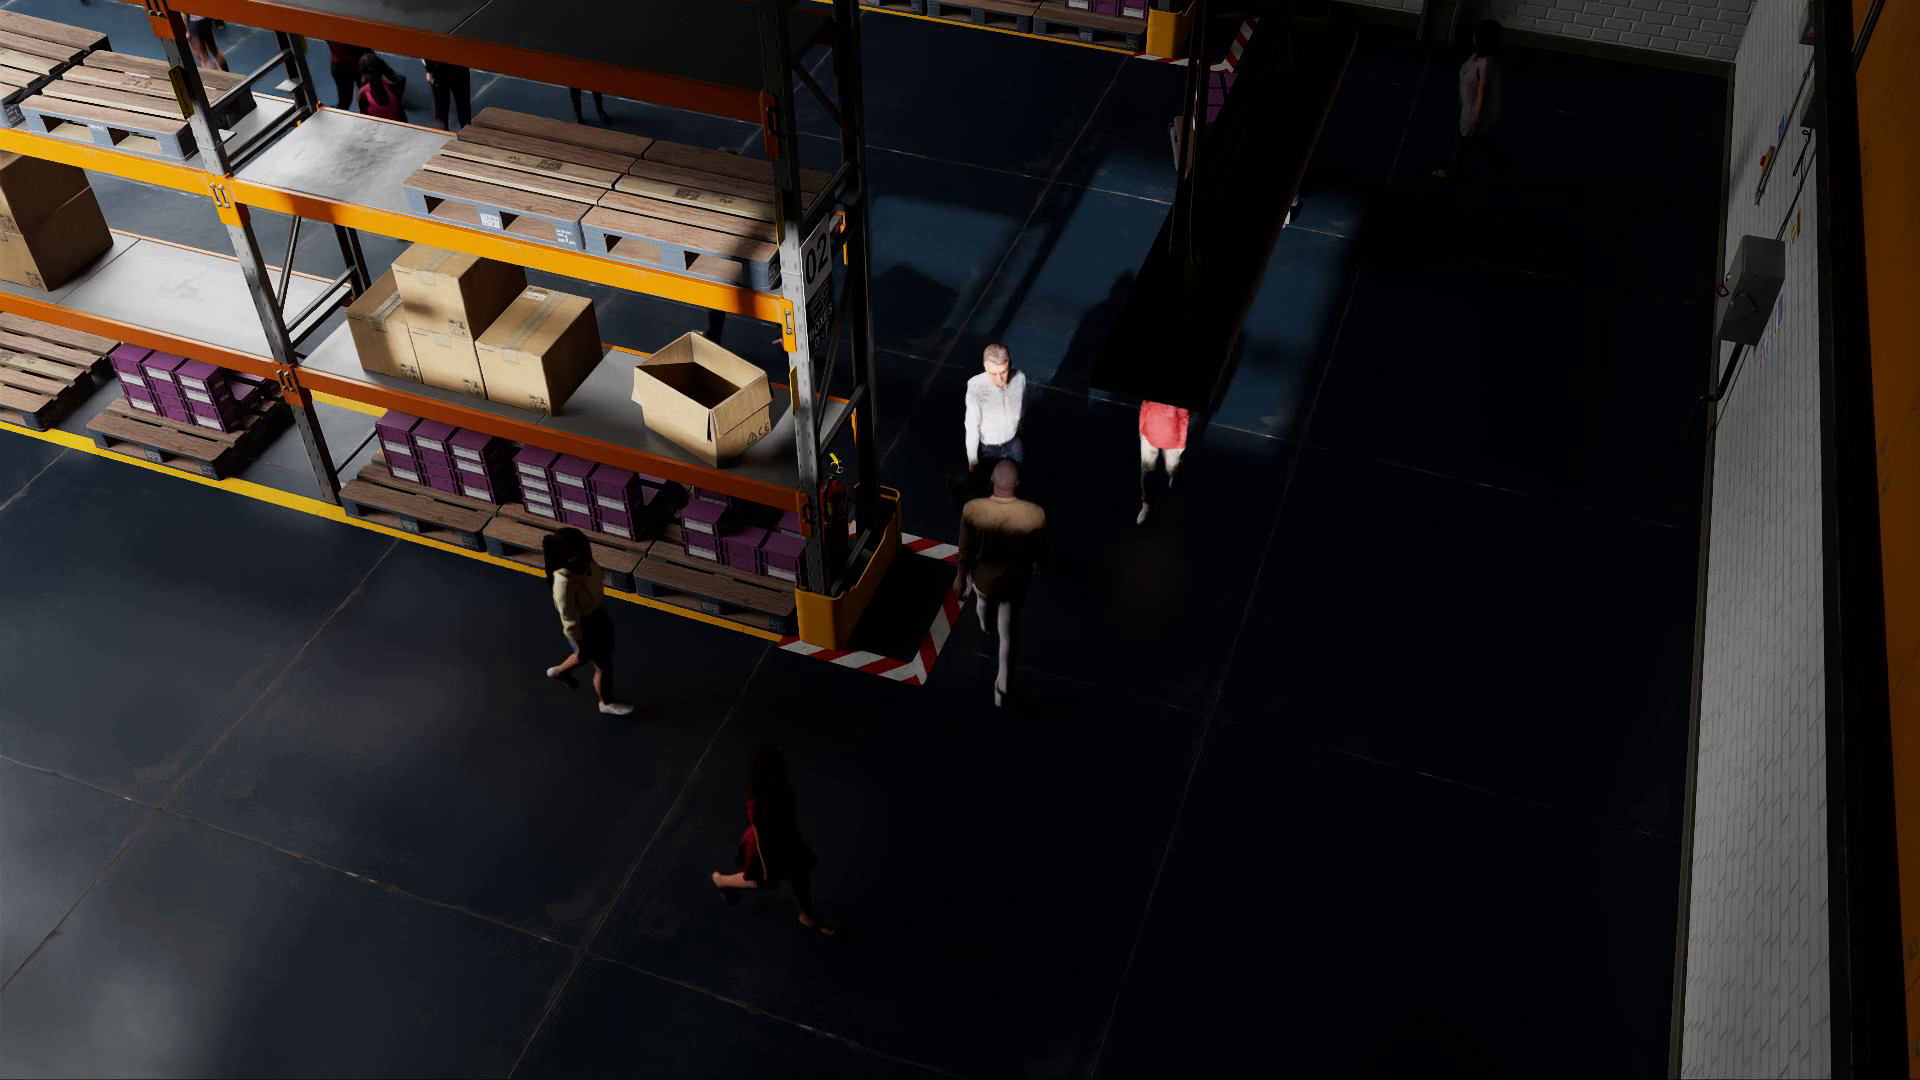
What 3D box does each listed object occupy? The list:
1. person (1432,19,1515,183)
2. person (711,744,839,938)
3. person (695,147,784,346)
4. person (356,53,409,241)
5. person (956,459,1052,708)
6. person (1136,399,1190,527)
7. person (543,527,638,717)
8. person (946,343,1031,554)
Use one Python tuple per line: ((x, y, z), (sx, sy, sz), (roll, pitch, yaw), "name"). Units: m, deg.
((4.830, -3.973, 15.205), (0.947, 1.587, 0.678), (17, 46, 17), "person")
((-1.115, 1.671, 9.321), (1.032, 1.531, 0.602), (18, 46, 18), "person")
((-1.693, -2.252, 13.223), (1.179, 1.829, 0.709), (11, 45, 11), "person")
((-4.995, -3.468, 14.577), (0.655, 1.722, 0.691), (-28, 50, -26), "person")
((0.260, 0.319, 10.562), (1.175, 1.777, 1.019), (2, 44, 2), "person")
((1.482, -0.787, 11.998), (0.813, 1.398, 0.637), (19, 47, 19), "person")
((-2.419, 0.514, 10.472), (0.889, 1.619, 0.756), (4, 44, 4), "person")
((0.196, -0.711, 11.635), (1.047, 1.788, 1.118), (-20, 47, -20), "person")
